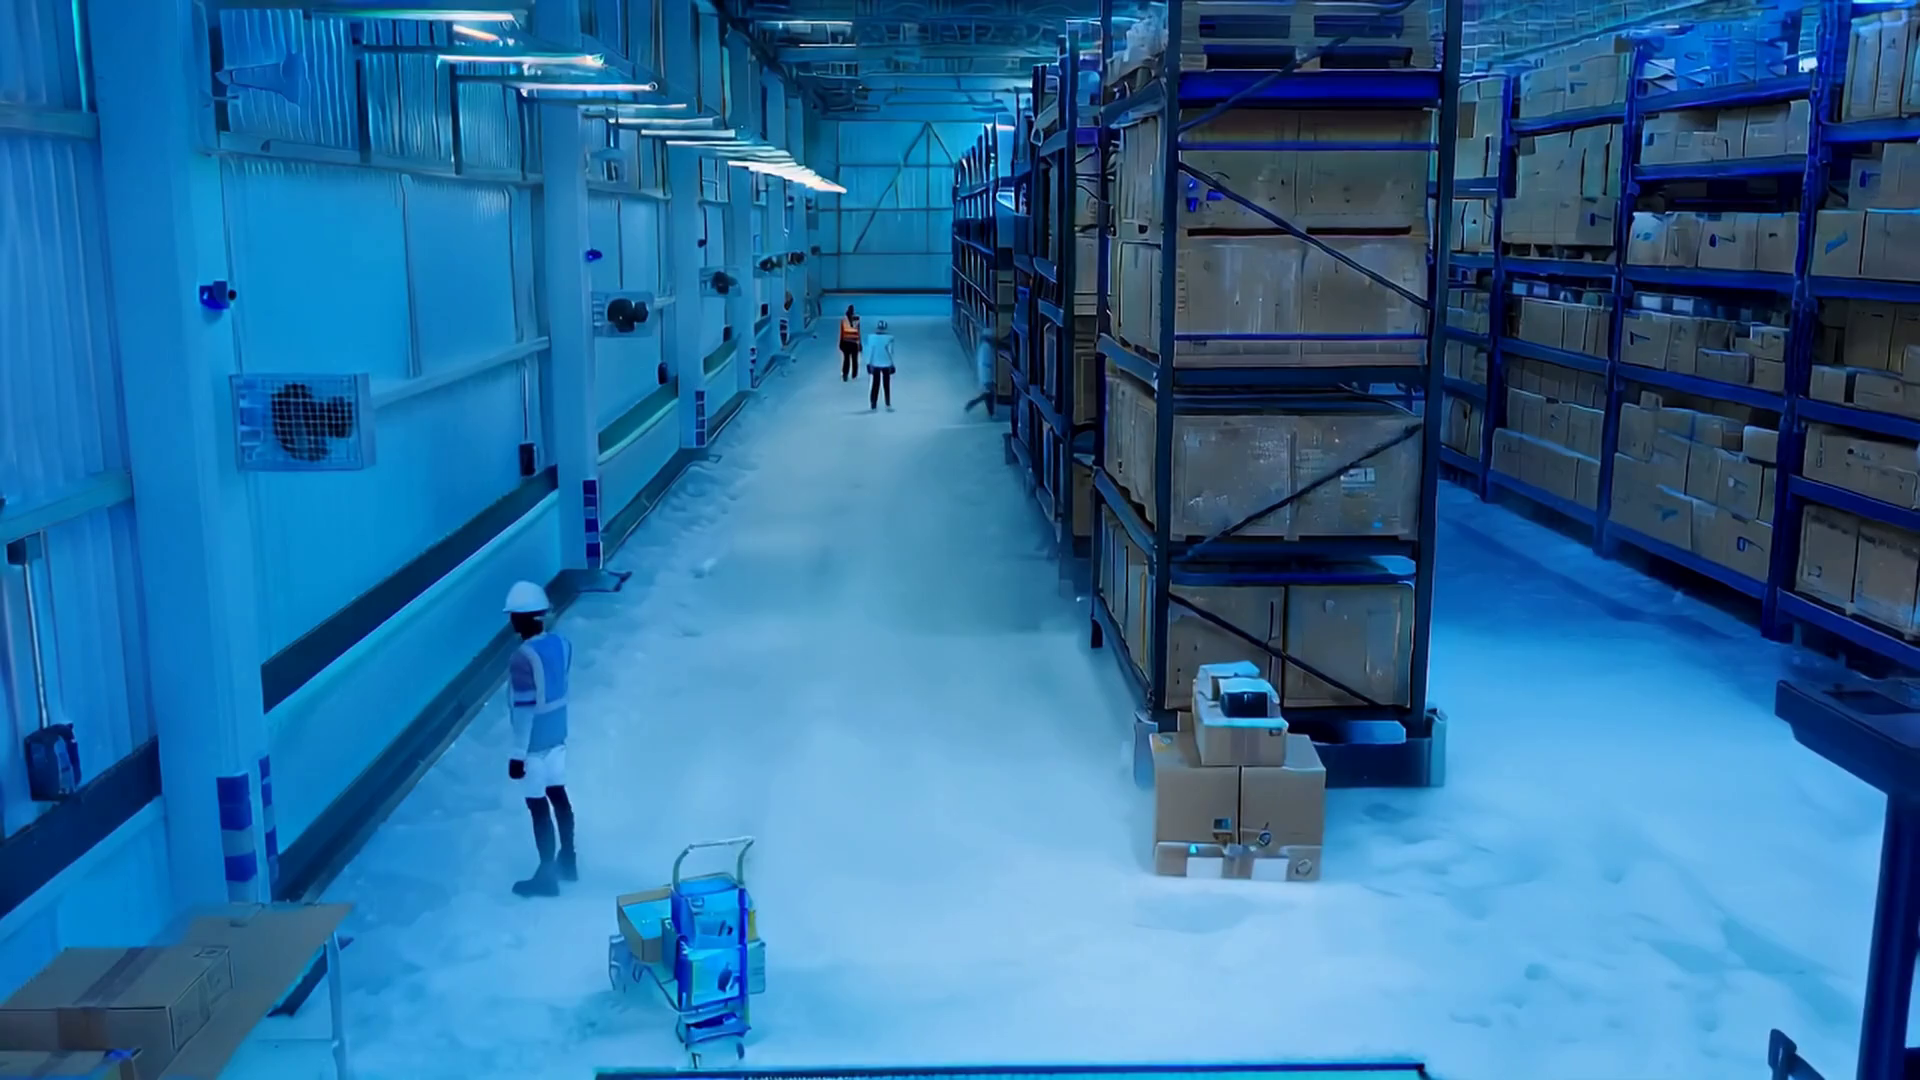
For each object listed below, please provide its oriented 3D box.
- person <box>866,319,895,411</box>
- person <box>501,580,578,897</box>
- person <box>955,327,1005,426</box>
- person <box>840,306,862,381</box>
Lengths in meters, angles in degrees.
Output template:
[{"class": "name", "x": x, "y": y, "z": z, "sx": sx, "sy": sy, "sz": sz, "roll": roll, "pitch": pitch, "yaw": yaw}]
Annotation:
[{"class": "person", "x": -1.704, "y": -3.749, "z": 35.697, "sx": 0.617, "sy": 1.986, "sz": 0.408, "roll": -3, "pitch": 11, "yaw": -14}, {"class": "person", "x": -2.575, "y": 1.198, "z": 10.077, "sx": 0.375, "sy": 1.935, "sz": 0.551, "roll": 3, "pitch": 11, "yaw": 17}, {"class": "person", "x": 0.393, "y": -3.225, "z": 32.952, "sx": 0.927, "sy": 2.004, "sz": 0.643, "roll": 0, "pitch": 11, "yaw": 0}, {"class": "person", "x": -2.790, "y": -5.022, "z": 42.504, "sx": 0.589, "sy": 1.912, "sz": 0.397, "roll": -4, "pitch": 11, "yaw": -18}]
